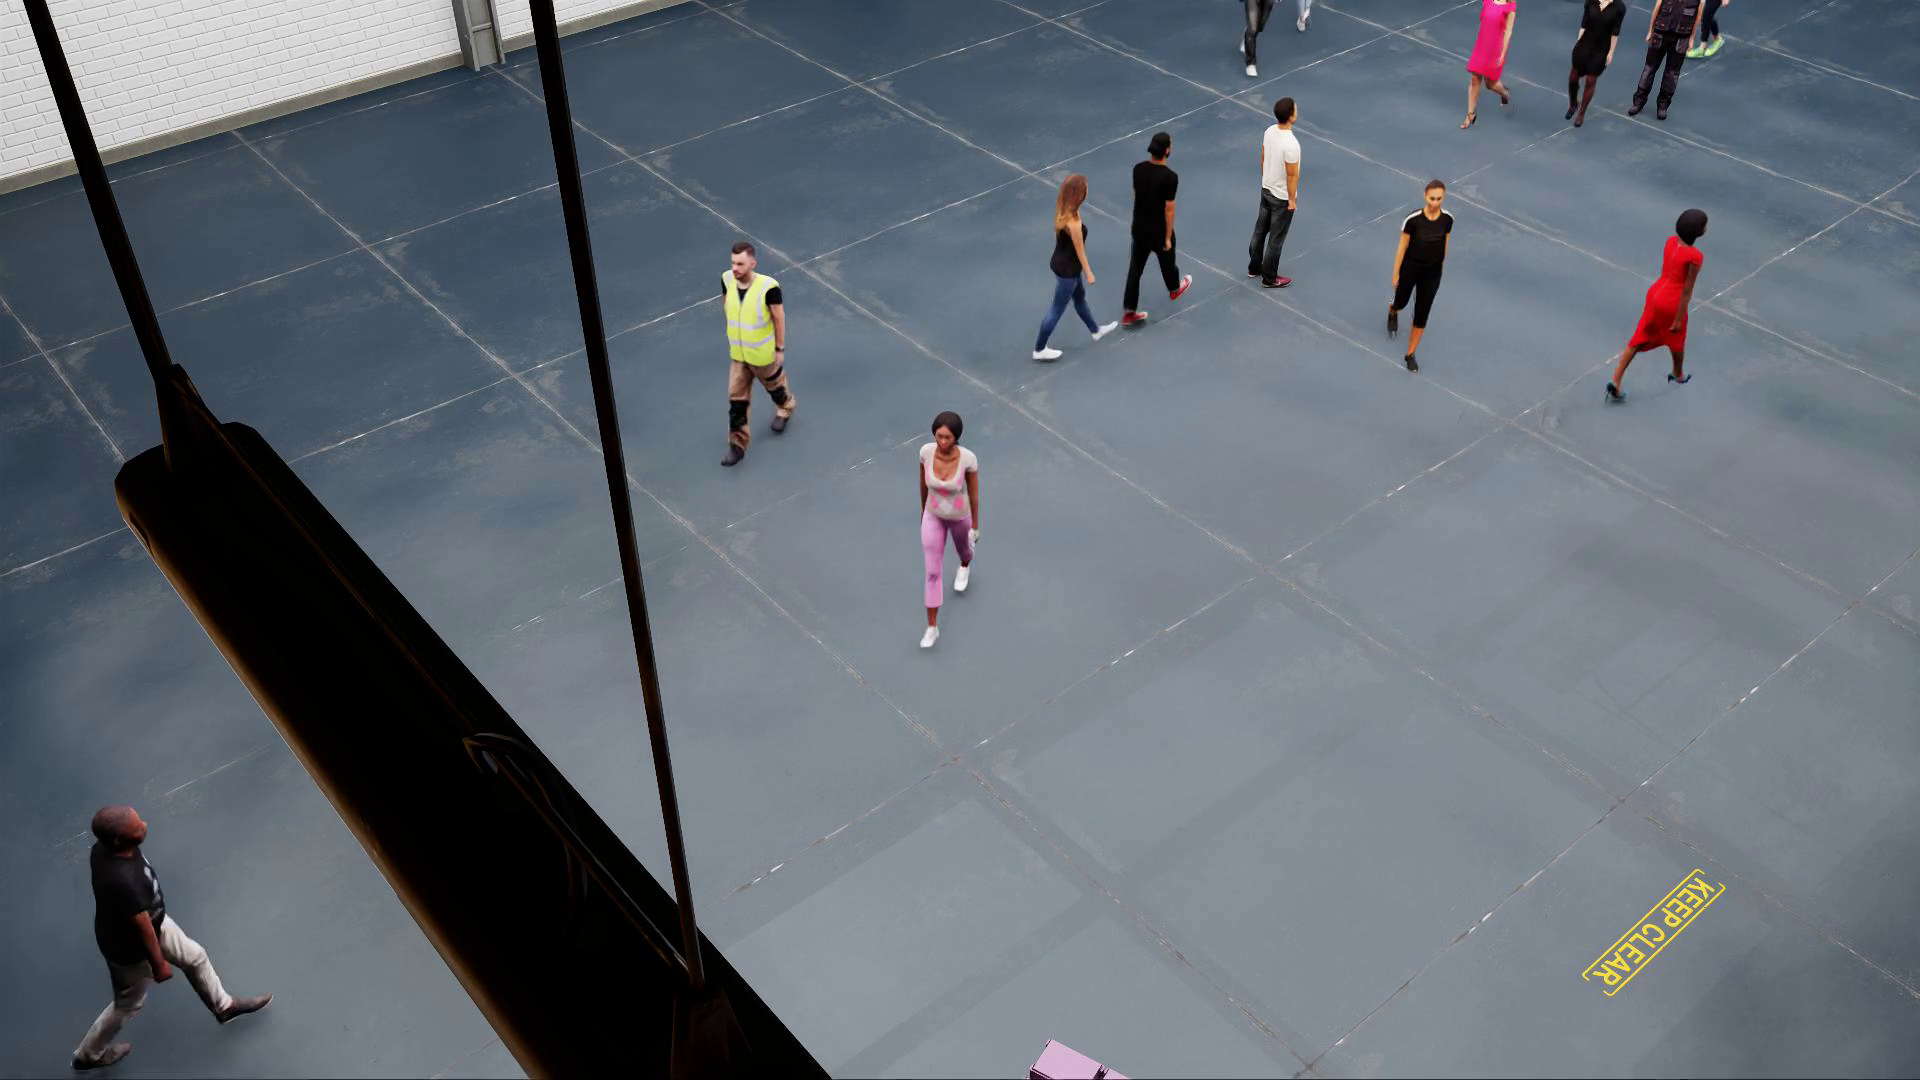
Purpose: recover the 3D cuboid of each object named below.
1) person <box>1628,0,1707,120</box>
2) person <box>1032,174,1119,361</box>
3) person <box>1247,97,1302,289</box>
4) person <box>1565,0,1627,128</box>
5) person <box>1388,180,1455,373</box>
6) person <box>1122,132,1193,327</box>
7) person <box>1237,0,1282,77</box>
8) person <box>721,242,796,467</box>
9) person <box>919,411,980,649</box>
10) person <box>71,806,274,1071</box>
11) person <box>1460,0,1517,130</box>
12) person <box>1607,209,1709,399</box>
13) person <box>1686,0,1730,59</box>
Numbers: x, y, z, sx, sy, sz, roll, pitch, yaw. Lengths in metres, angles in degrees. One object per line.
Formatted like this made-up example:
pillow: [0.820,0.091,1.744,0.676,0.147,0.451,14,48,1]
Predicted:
person: [7.709,-5.493,17.994,0.723,1.848,0.711,17,42,20]
person: [0.828,-2.269,14.093,1.120,1.679,0.906,-7,39,-8]
person: [2.875,-3.165,15.114,0.623,1.804,0.686,-16,41,-19]
person: [6.831,-5.276,17.845,0.662,1.695,0.664,21,43,24]
person: [3.897,-2.325,14.193,1.045,1.641,1.073,1,39,1]
person: [1.623,-2.669,14.564,0.781,1.716,1.162,29,47,31]
person: [3.419,-6.306,19.067,1.137,1.780,1.115,-2,39,-3]
person: [-1.574,-1.538,13.080,1.080,1.801,1.284,14,41,17]
person: [-0.049,-0.184,11.479,1.091,1.683,1.244,7,39,9]
person: [-4.330,2.105,8.565,1.301,1.742,0.848,-19,42,-22]
person: [5.735,-5.254,17.804,0.852,1.711,0.573,-26,45,-29]
person: [5.686,-1.871,13.584,1.155,1.693,0.829,-14,41,-17]
person: [8.858,-6.394,19.249,0.799,1.689,0.749,-8,39,-10]
